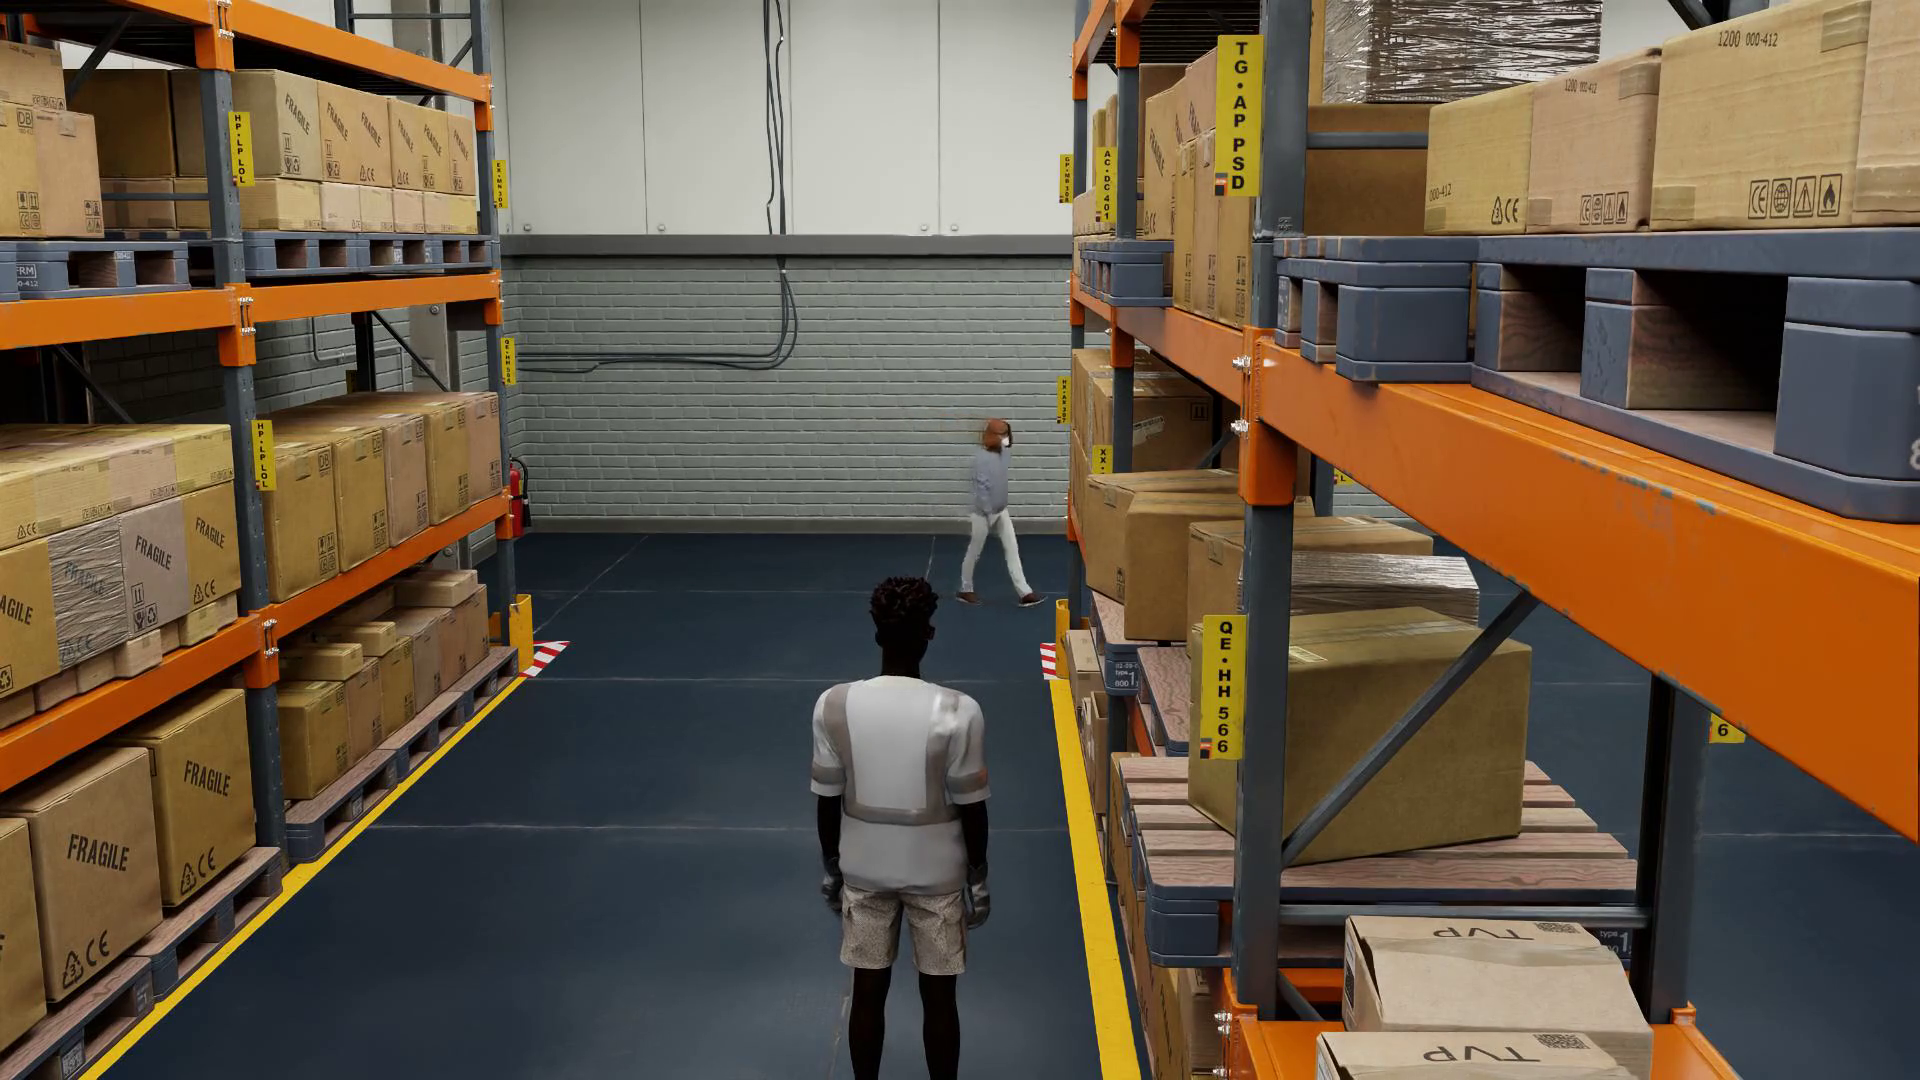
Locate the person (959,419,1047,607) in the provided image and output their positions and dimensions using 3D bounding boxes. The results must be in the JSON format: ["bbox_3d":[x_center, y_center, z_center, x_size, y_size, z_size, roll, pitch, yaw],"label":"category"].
[{"bbox_3d":[0.316,-0.211,13.863,0.861,1.588,0.500,9,13,40],"label":"person"}]

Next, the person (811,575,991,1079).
[{"bbox_3d":[-0.185,1.084,5.523,0.603,1.967,0.366,3,10,14],"label":"person"}]
